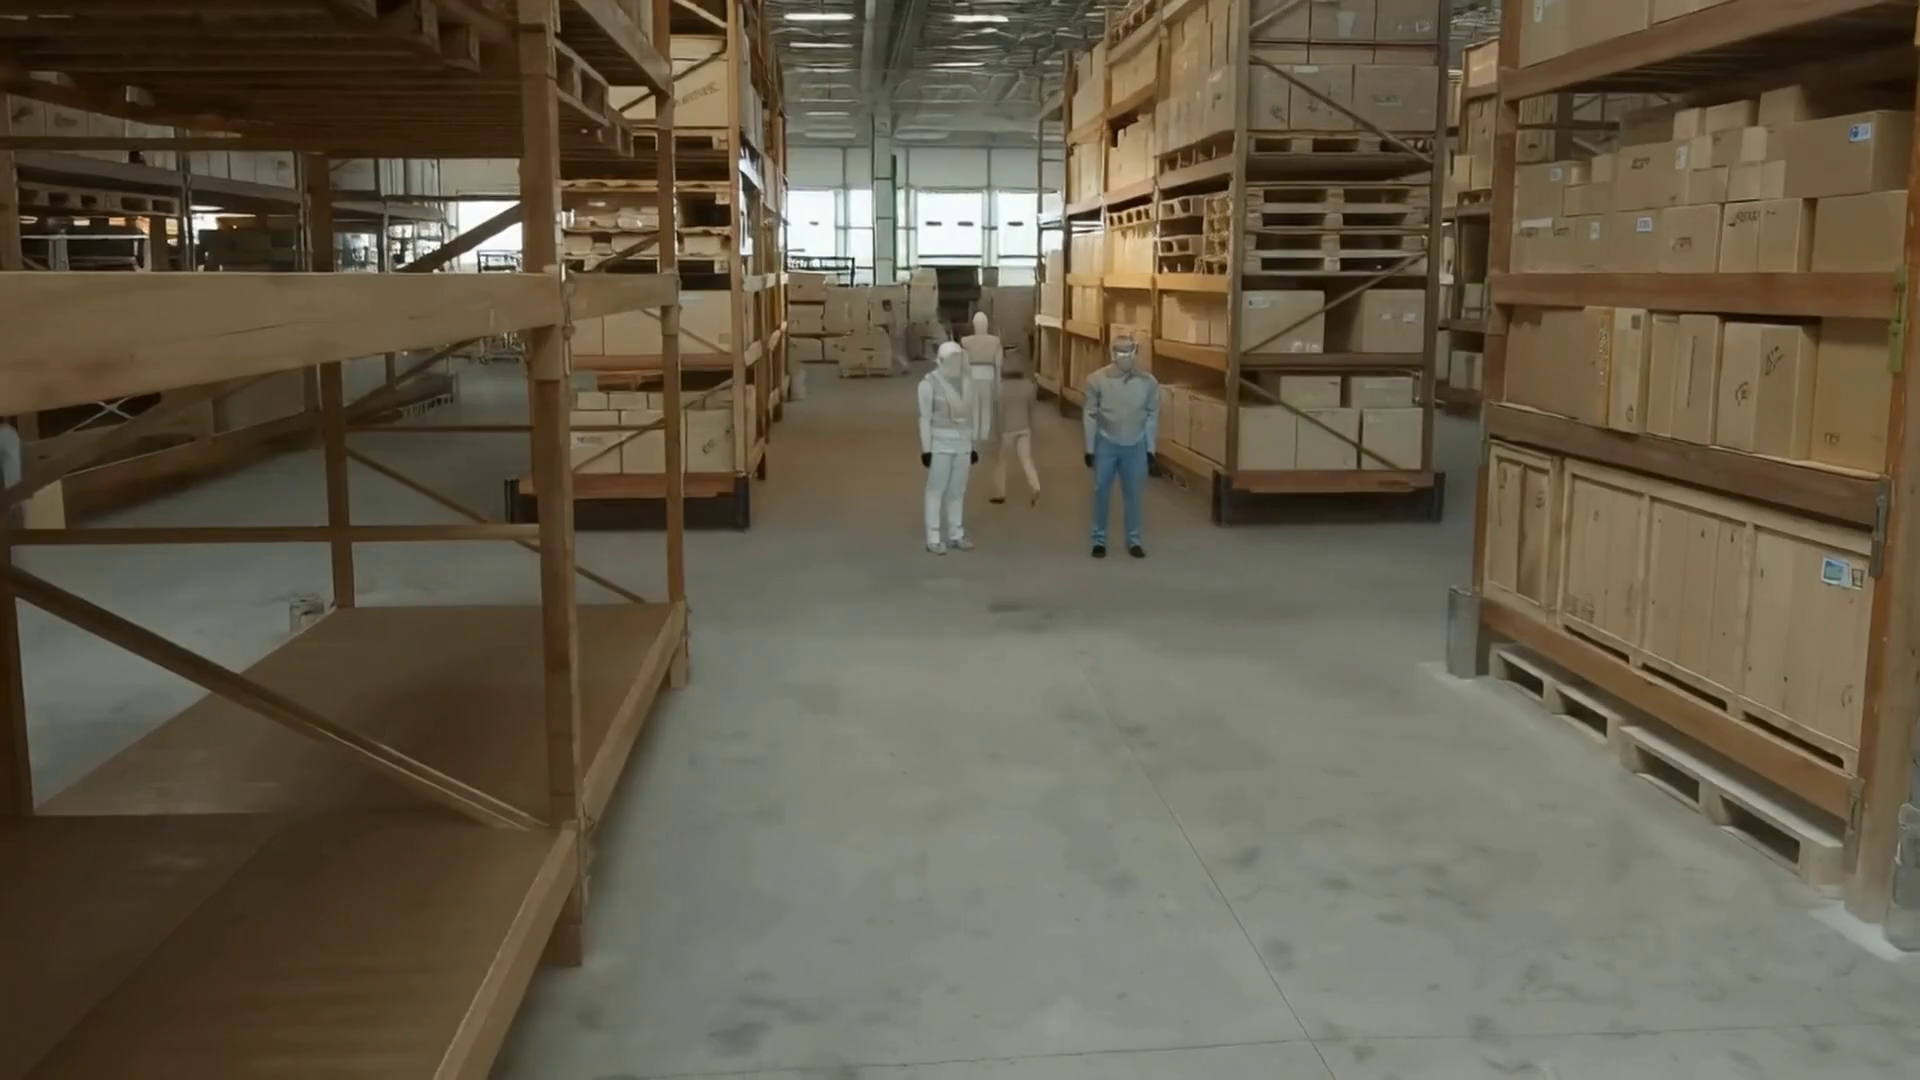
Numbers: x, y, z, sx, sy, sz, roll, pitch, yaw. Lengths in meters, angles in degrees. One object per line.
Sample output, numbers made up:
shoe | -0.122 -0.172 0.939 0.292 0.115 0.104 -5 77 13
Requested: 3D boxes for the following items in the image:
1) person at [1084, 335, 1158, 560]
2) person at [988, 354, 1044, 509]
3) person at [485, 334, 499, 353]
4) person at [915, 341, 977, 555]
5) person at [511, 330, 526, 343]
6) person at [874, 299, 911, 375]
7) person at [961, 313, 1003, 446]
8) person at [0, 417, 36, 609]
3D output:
person | 1.369 -0.777 14.058 0.645 1.907 0.400 -1 9 -6
person | 0.591 -1.122 17.175 0.482 1.600 0.747 -5 10 -29
person | -14.578 -6.765 51.606 0.370 1.924 0.586 6 11 34
person | -0.090 -0.798 14.395 0.636 1.842 0.429 -8 12 -42
person | -14.978 -7.575 56.851 1.037 1.883 0.634 -3 10 -18
person | -1.613 -4.899 40.209 0.934 1.834 0.529 3 9 15
person | 0.312 -2.275 23.589 0.603 1.875 0.988 0 9 -1
person | -6.813 -0.268 11.750 0.522 1.609 0.602 0 9 -2
